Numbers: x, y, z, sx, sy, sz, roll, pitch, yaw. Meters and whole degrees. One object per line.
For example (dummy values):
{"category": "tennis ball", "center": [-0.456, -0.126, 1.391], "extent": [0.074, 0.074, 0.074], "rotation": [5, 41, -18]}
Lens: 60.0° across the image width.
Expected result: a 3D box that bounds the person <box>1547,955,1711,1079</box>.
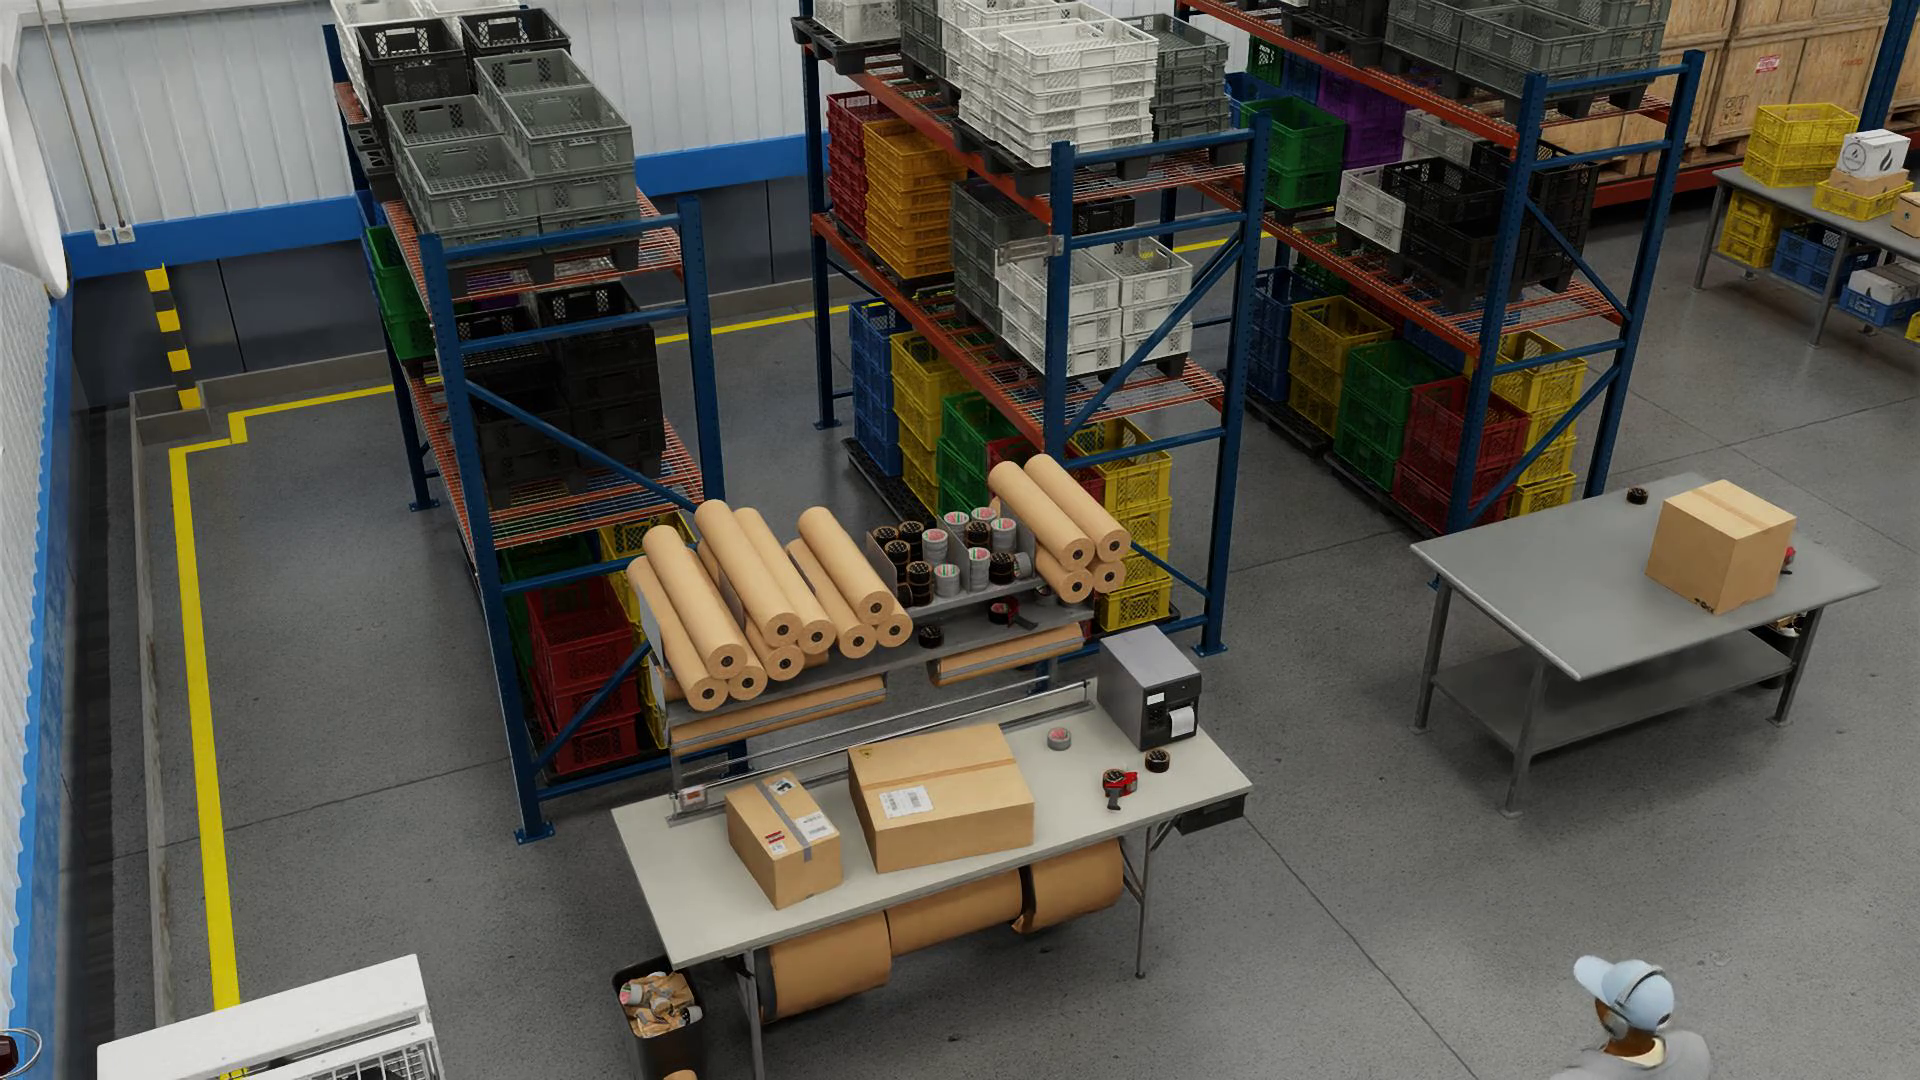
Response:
{"category": "person", "center": [1.947, 1.999, 5.213], "extent": [0.598, 1.850, 0.386], "rotation": [-13, 34, -19]}
